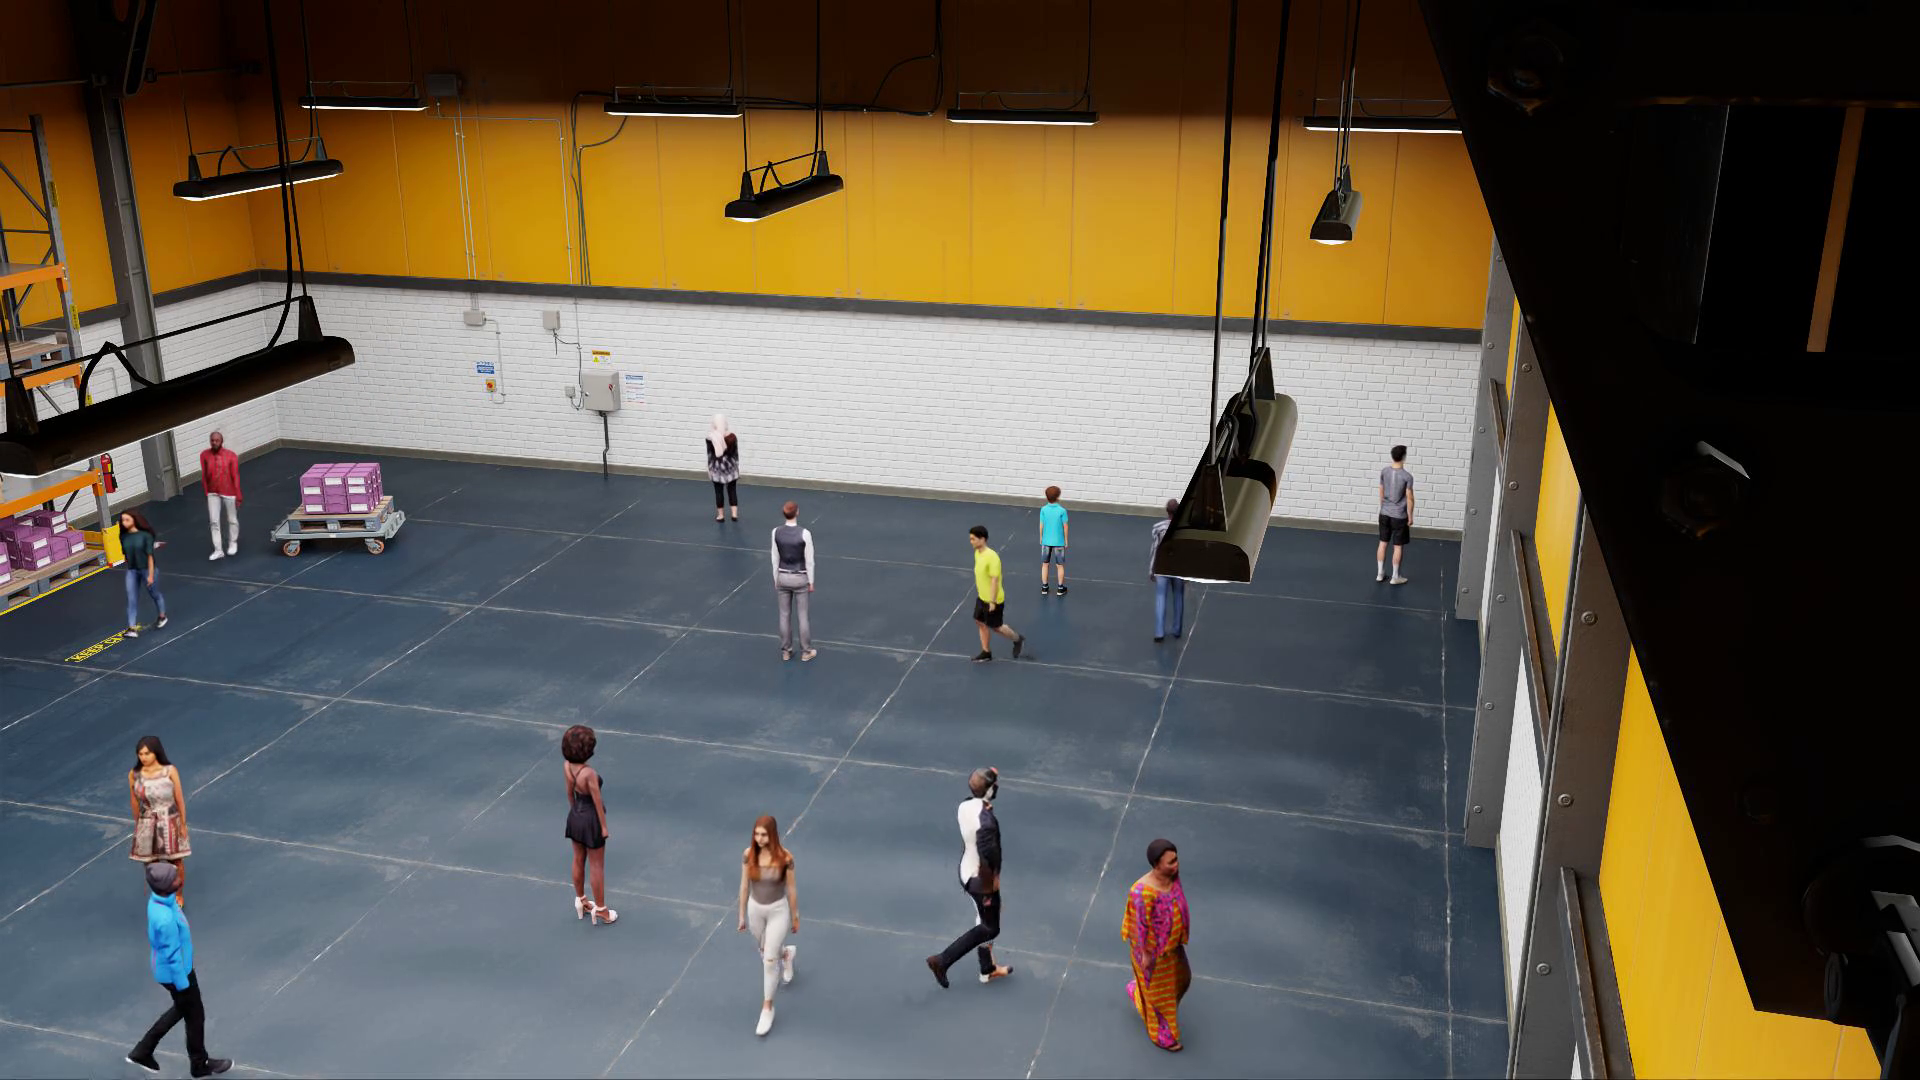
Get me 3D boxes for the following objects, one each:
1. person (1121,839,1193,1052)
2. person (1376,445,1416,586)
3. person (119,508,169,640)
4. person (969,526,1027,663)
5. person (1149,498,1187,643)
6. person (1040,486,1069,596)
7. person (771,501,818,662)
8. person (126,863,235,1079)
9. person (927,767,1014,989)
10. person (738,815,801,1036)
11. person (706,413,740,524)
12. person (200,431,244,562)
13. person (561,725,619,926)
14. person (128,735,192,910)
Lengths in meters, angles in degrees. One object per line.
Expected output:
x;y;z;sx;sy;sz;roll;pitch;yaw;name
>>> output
1.461;2.962;12.426;0.935;1.685;0.918;16;24;40;person
5.723;-0.344;21.949;0.745;1.873;0.742;-17;25;-41;person
-9.924;0.374;20.285;0.771;1.575;1.123;0;19;0;person
0.418;0.634;19.347;1.002;1.680;0.937;-13;22;-33;person
2.530;0.368;19.960;0.700;1.793;0.655;0;19;0;person
1.213;-0.005;21.607;0.516;1.448;0.470;5;19;15;person
-1.951;0.465;19.446;0.648;1.937;0.556;4;19;13;person
-5.679;3.108;11.847;1.017;1.779;0.941;-12;22;-31;person
0.079;2.669;13.001;1.065;1.873;1.066;-6;20;-18;person
-1.430;2.845;12.757;0.616;1.696;1.063;5;19;15;person
-3.481;-1.065;24.461;0.750;1.636;0.791;-7;20;-19;person
-10.208;-0.673;23.055;0.945;1.791;1.112;-3;19;-8;person
-3.136;2.391;13.959;0.628;1.790;0.645;14;23;36;person
-6.785;2.387;14.212;0.760;1.636;0.804;-4;19;-10;person
